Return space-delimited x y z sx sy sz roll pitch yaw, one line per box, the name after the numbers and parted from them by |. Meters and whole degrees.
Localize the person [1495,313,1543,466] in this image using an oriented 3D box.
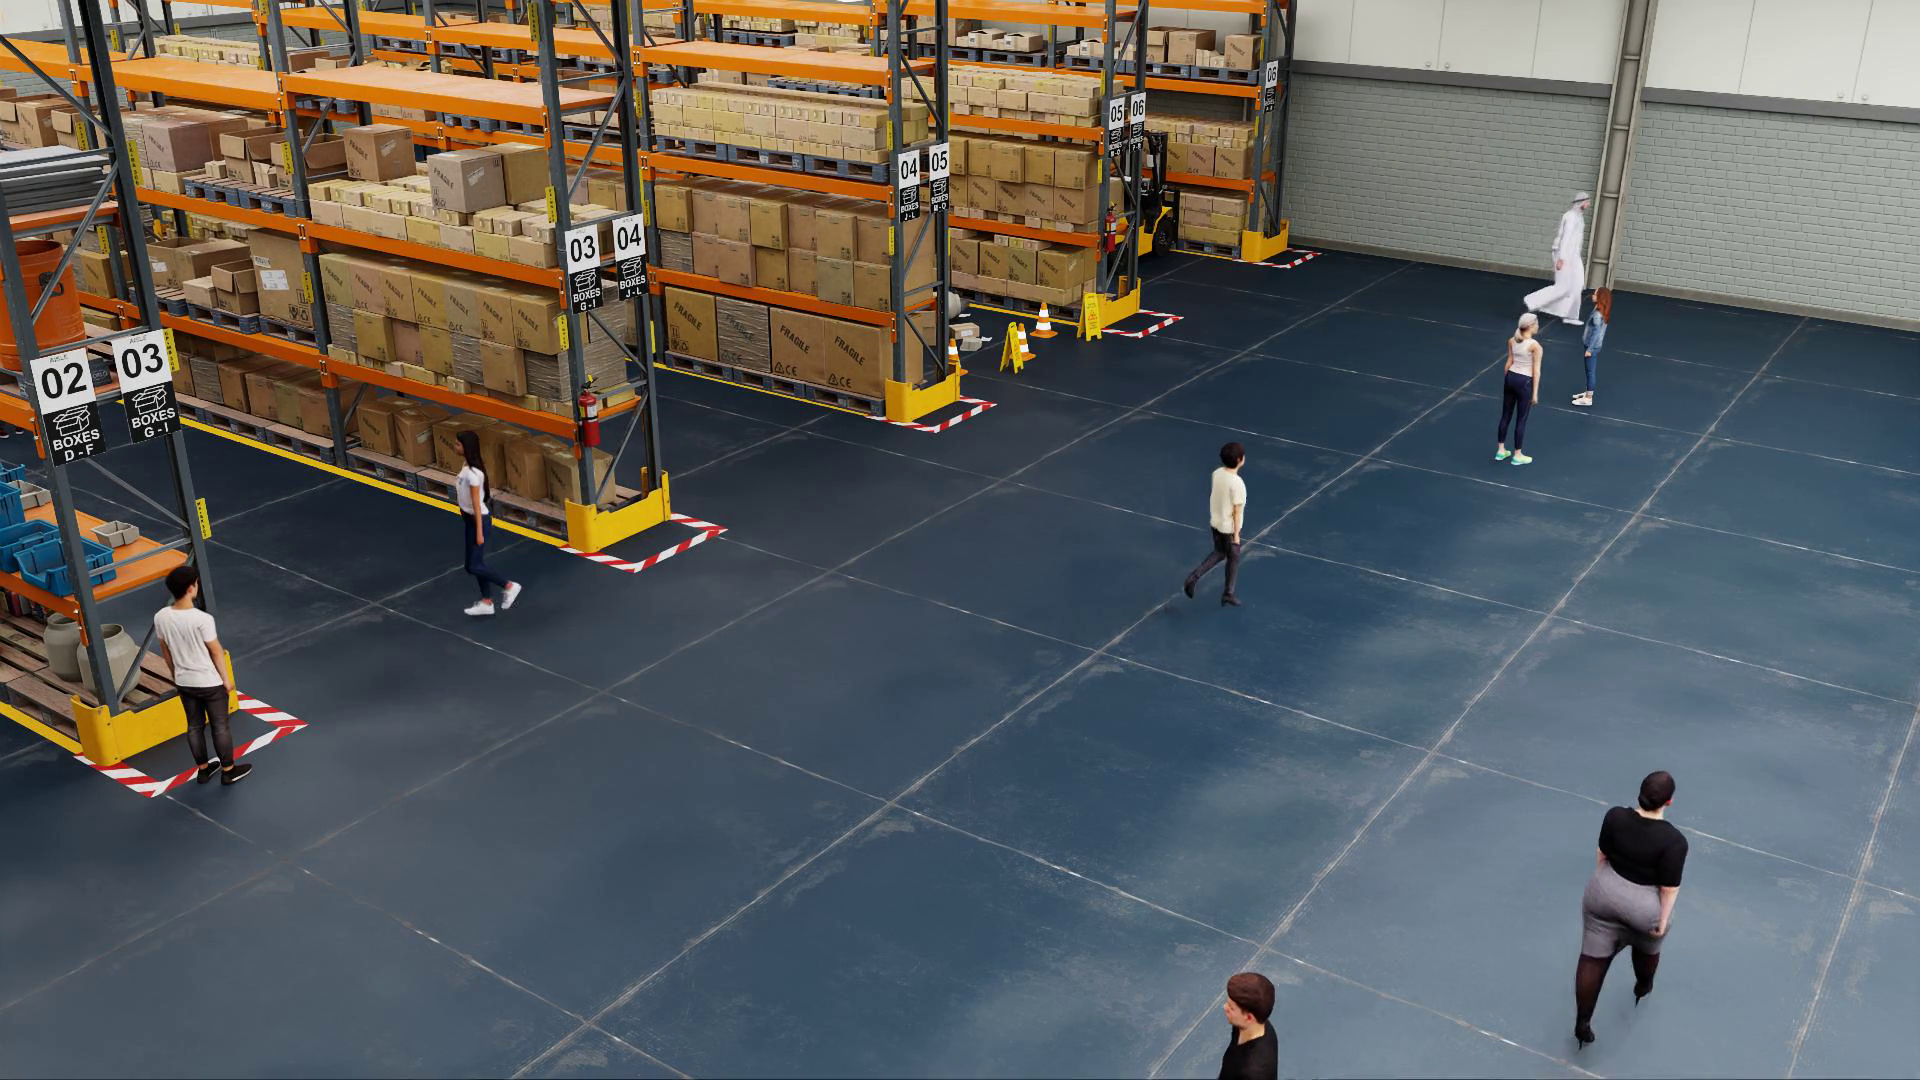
6.243 -1.699 18.595 0.731 1.703 0.598 -15 27 -31 | person

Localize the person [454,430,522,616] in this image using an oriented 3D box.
-4.223 -0.135 14.839 0.855 1.764 0.817 -10 25 -21 | person

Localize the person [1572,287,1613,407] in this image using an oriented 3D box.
7.822 -2.400 20.531 0.576 1.477 0.606 9 25 20 | person

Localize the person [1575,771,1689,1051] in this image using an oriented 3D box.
3.786 2.154 9.527 1.060 1.709 0.801 19 29 37 | person

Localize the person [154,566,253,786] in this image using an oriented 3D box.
-5.603 0.999 12.233 0.614 1.717 0.758 4 23 10 | person

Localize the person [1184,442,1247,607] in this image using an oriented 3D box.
2.346 -0.102 15.008 0.881 1.572 0.881 -11 25 -23 | person

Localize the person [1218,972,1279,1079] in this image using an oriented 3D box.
1.425 2.820 7.794 1.305 1.839 1.071 3 23 7 | person

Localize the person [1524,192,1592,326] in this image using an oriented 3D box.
8.619 -4.043 23.863 1.086 1.894 0.734 15 27 31 | person
